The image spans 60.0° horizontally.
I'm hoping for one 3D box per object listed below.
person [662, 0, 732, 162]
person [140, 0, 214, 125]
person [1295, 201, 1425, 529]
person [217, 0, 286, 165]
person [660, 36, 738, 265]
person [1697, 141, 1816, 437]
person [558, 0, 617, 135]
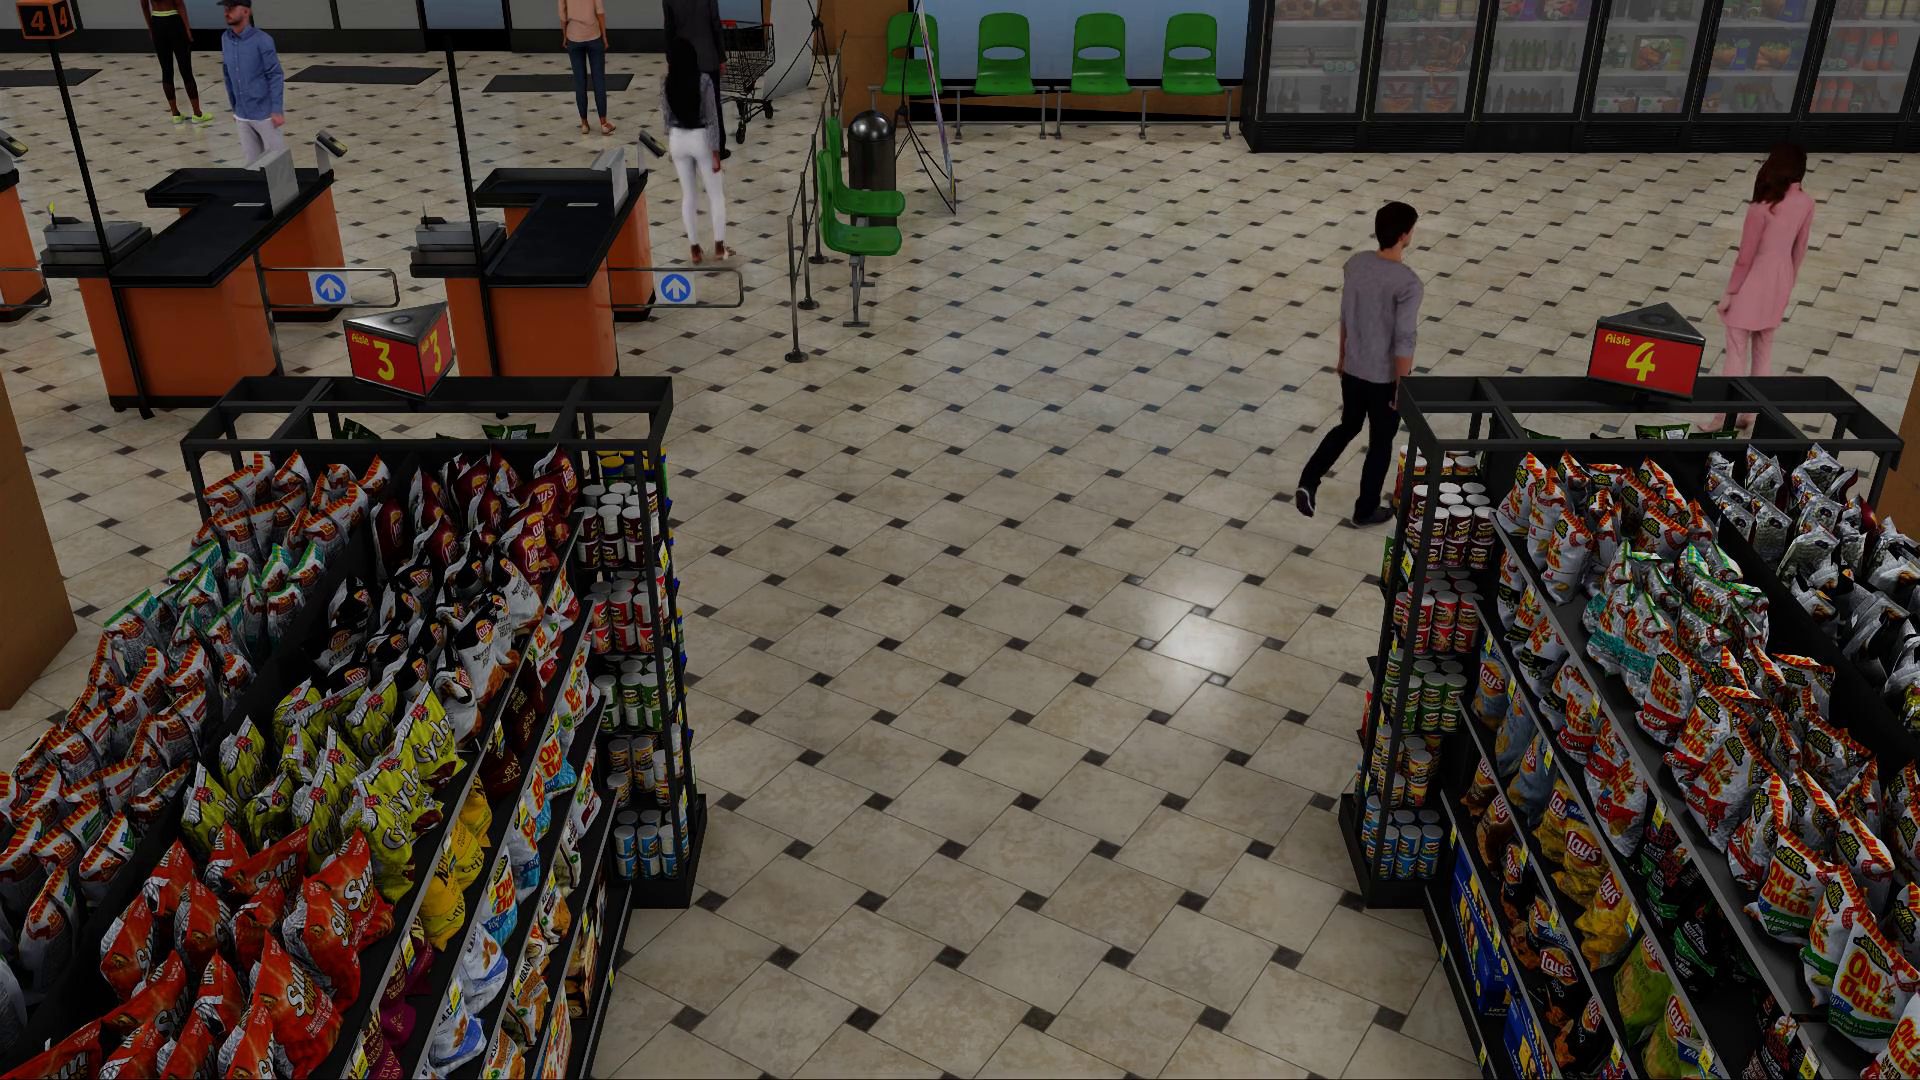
[{"bbox_3d":[-2.403,-4.387,15.161,0.706,1.842,0.574,0,29,1],"label":"person"},{"bbox_3d":[-7.788,-4.994,16.365,0.553,1.754,0.494,0,29,1],"label":"person"},{"bbox_3d":[2.103,-0.867,8.728,0.998,1.828,0.967,-19,34,-31],"label":"person"},{"bbox_3d":[-5.681,-3.470,13.433,0.726,1.888,0.687,10,30,17],"label":"person"},{"bbox_3d":[-2.021,-2.927,12.646,0.742,1.689,0.675,12,31,21],"label":"person"},{"bbox_3d":[4.731,-1.456,9.834,0.660,1.802,0.600,-7,29,-12],"label":"person"},{"bbox_3d":[-3.617,-4.828,16.021,0.582,1.792,0.509,0,29,1],"label":"person"}]
